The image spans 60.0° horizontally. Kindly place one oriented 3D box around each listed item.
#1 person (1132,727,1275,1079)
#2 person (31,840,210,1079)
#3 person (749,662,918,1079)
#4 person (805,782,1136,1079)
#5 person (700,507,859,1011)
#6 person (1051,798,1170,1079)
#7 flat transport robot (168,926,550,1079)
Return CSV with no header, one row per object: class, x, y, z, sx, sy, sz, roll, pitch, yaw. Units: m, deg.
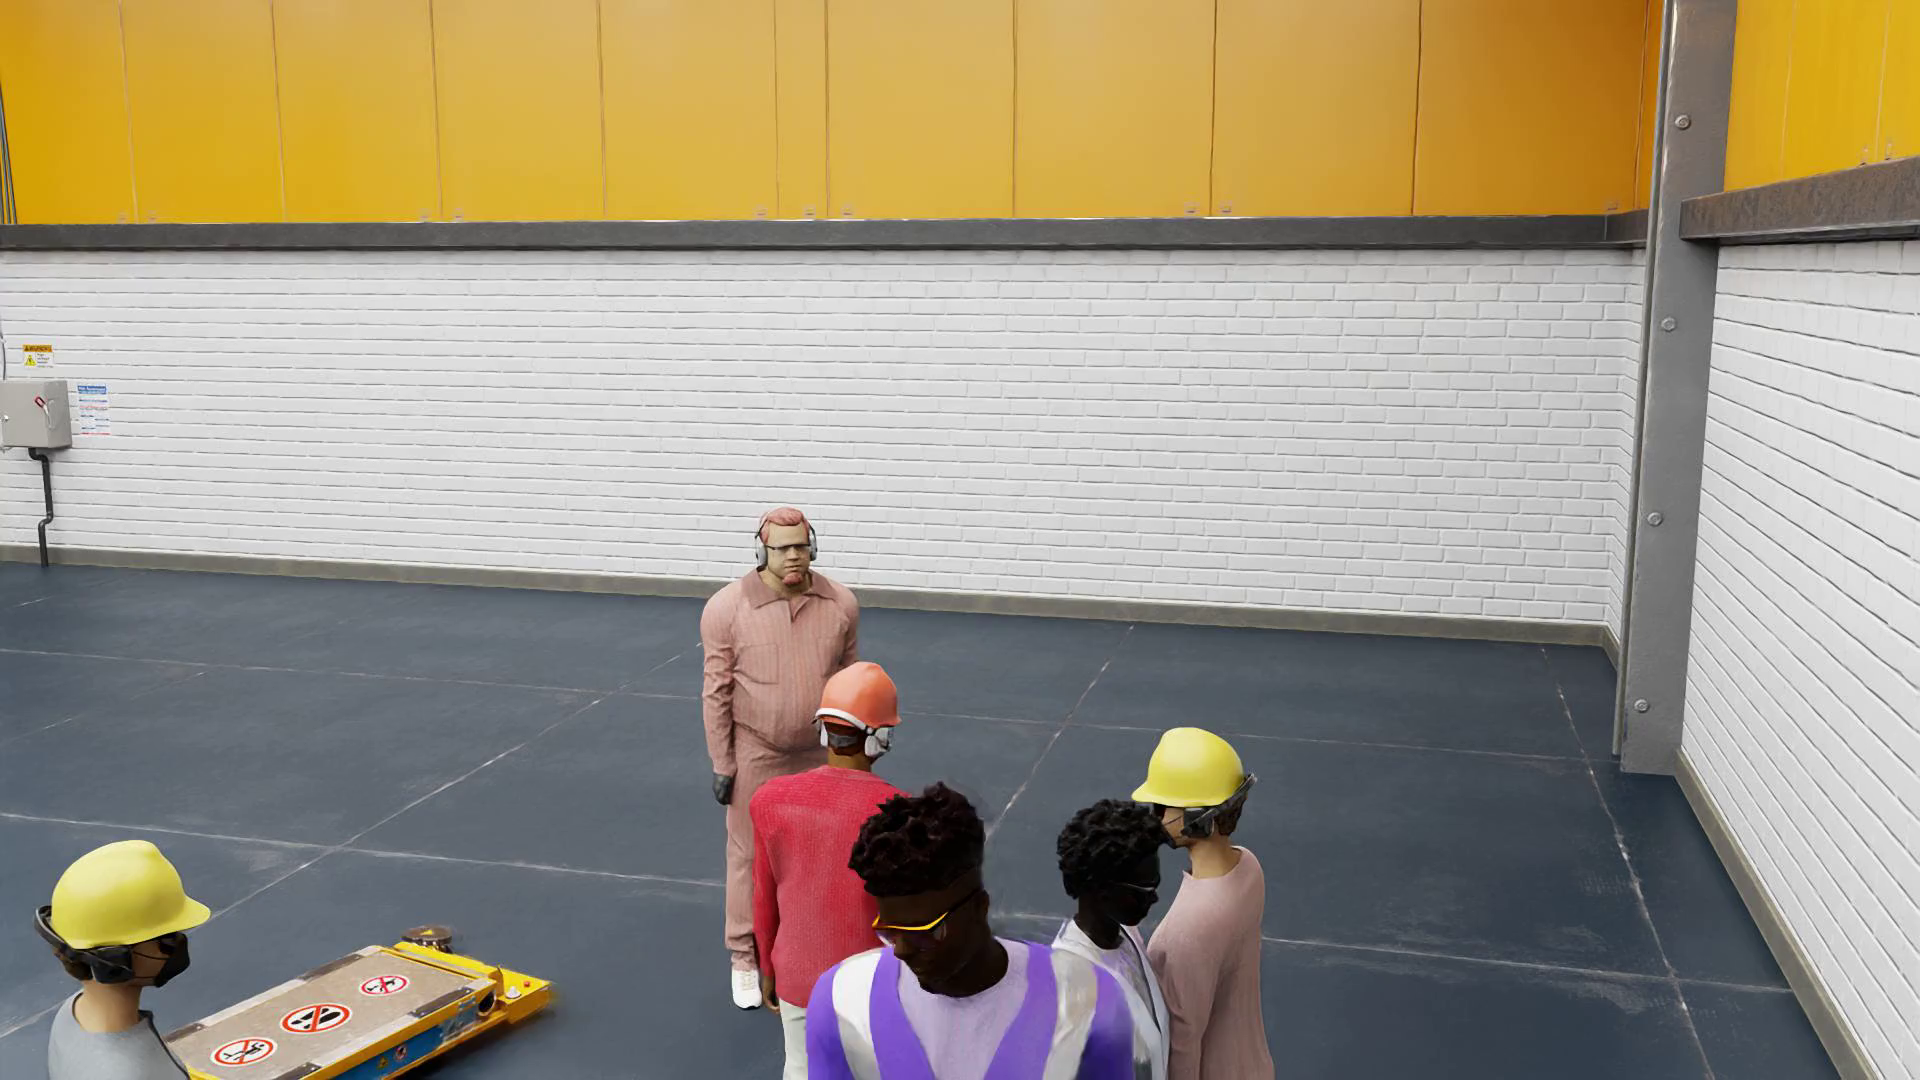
person,0.562,1.302,3.936,0.340,1.760,0.525,4,11,24
person,-1.551,1.427,3.179,0.312,1.768,0.529,-7,12,-34
person,-0.298,1.196,4.625,0.573,1.737,0.354,3,10,17
person,0.026,1.355,3.129,0.619,1.919,0.657,2,10,12
person,-0.656,0.817,6.357,0.641,1.910,0.401,-5,11,-25
person,0.300,1.385,3.639,0.319,1.694,0.532,2,10,14
flat transport robot,-2.183,1.726,5.812,0.652,0.197,1.431,6,11,30
